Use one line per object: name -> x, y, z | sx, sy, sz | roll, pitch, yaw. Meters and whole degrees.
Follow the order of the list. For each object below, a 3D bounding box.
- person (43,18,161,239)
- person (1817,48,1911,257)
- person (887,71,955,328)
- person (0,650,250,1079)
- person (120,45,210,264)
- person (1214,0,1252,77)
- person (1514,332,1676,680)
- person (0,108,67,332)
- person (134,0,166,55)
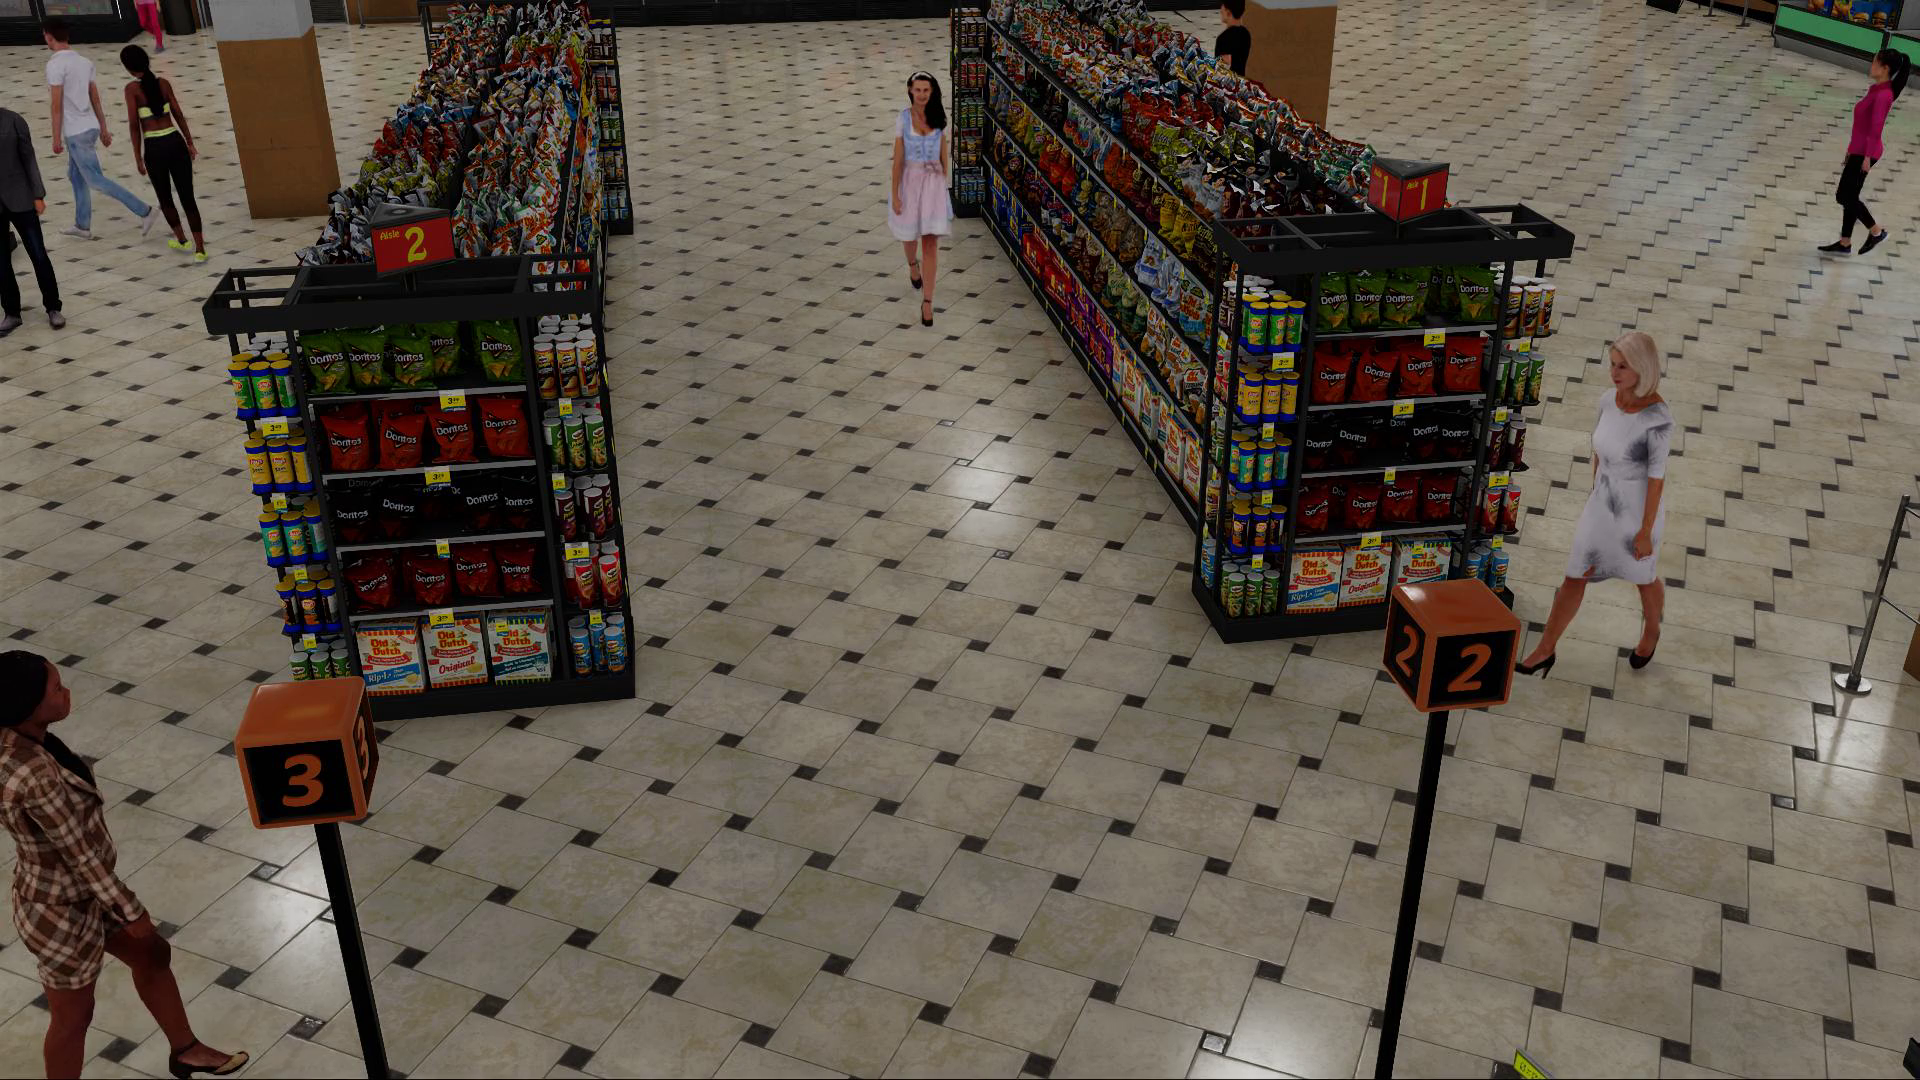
person -> -7.255, -3.383, 13.915 | 0.902, 1.810, 1.171 | -1, 27, -2
person -> 7.444, -3.110, 13.514 | 0.844, 1.685, 0.800 | 13, 29, 23
person -> -0.316, -2.544, 12.301 | 0.671, 1.772, 1.198 | -3, 27, -6
person -> -2.770, 1.161, 5.001 | 0.802, 1.768, 0.870 | -13, 30, -25
person -> -6.378, -3.064, 13.390 | 0.926, 1.714, 1.028 | -19, 33, -33
person -> 2.511, -3.969, 15.065 | 1.281, 1.815, 1.203 | 18, 32, 32
person -> 3.096, -0.127, 7.624 | 0.948, 1.691, 1.109 | -15, 31, -27
person -> -6.879, -2.438, 11.983 | 0.723, 1.872, 0.630 | -9, 28, -16
person -> -10.583, -7.014, 21.680 | 0.562, 1.262, 0.702 | 0, 27, 1
